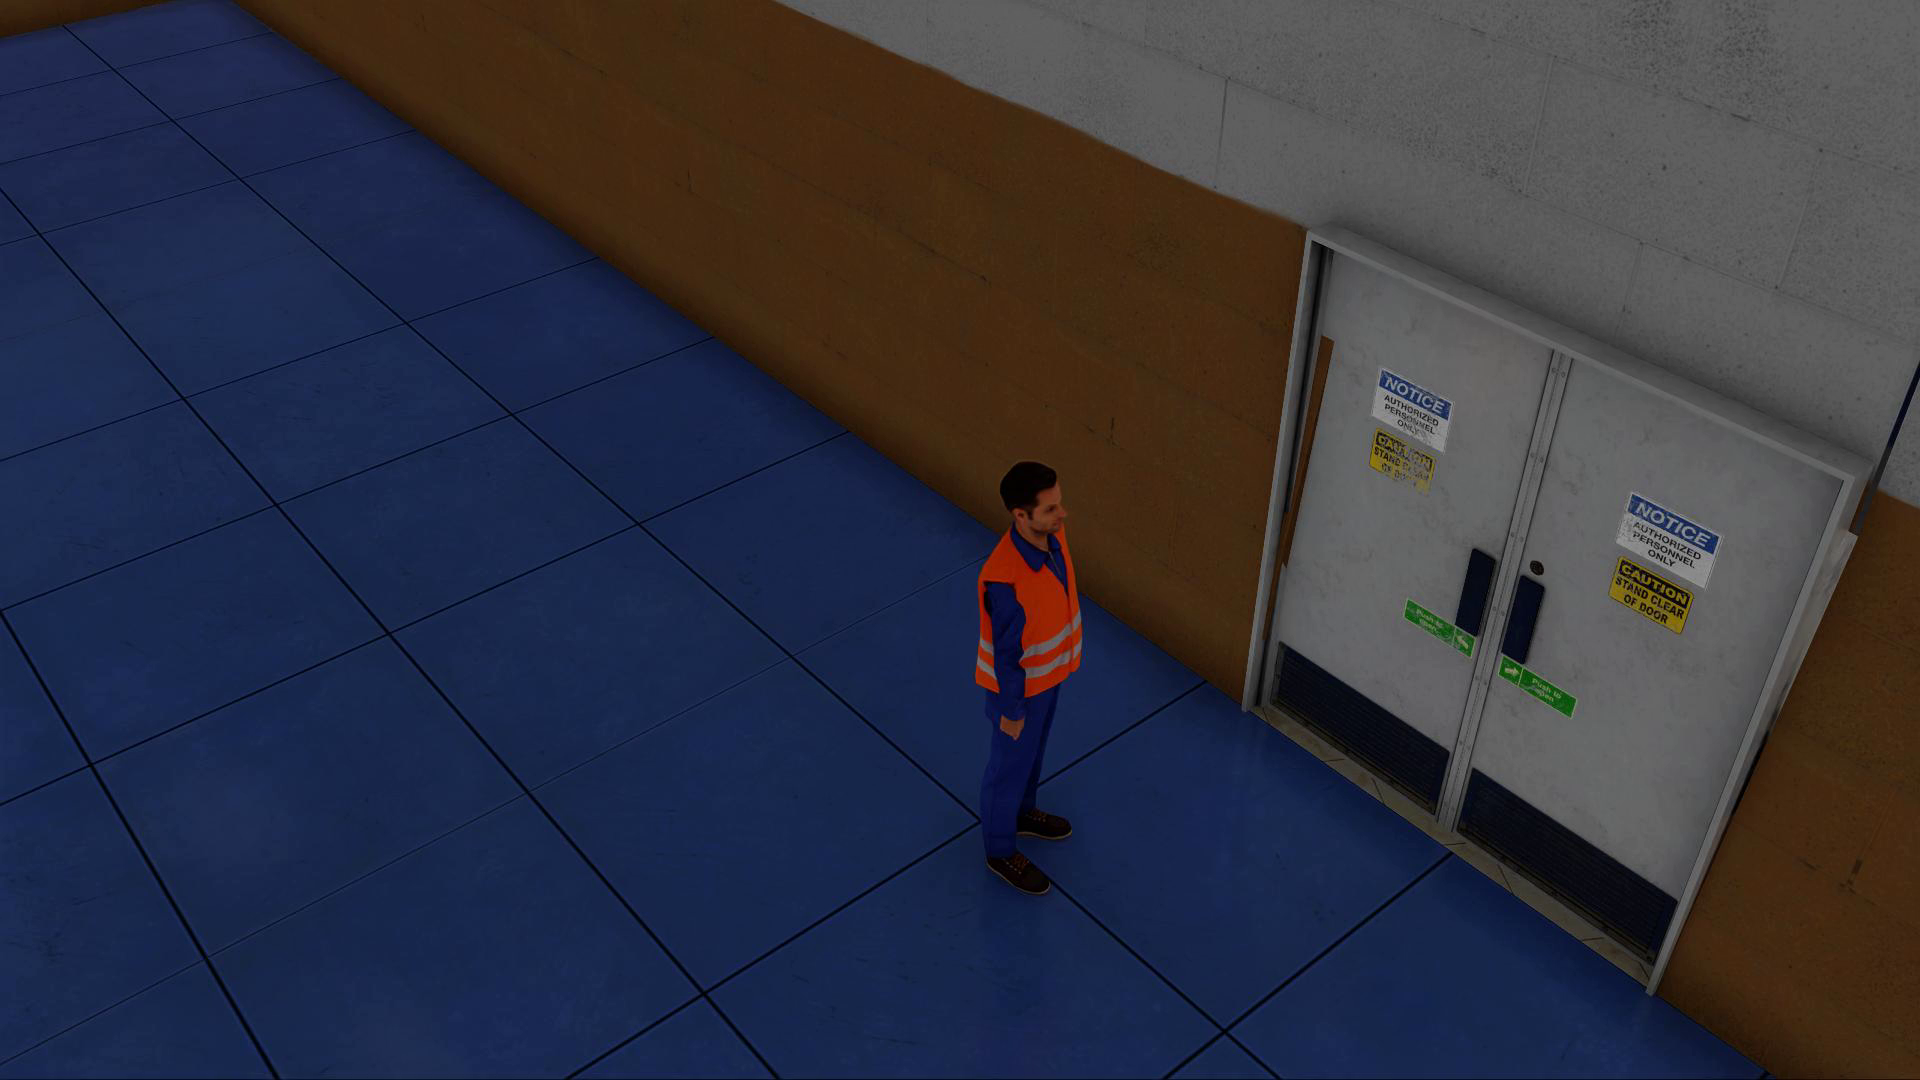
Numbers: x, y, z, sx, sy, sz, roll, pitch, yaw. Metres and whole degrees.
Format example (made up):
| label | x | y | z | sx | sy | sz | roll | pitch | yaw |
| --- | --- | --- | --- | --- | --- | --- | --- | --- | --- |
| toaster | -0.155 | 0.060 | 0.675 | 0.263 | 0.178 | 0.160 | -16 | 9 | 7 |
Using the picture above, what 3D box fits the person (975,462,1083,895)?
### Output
| label | x | y | z | sx | sy | sz | roll | pitch | yaw |
| --- | --- | --- | --- | --- | --- | --- | --- | --- | --- |
| person | 0.239 | 0.488 | 6.070 | 0.841 | 1.864 | 0.721 | 13 | 39 | 17 |
